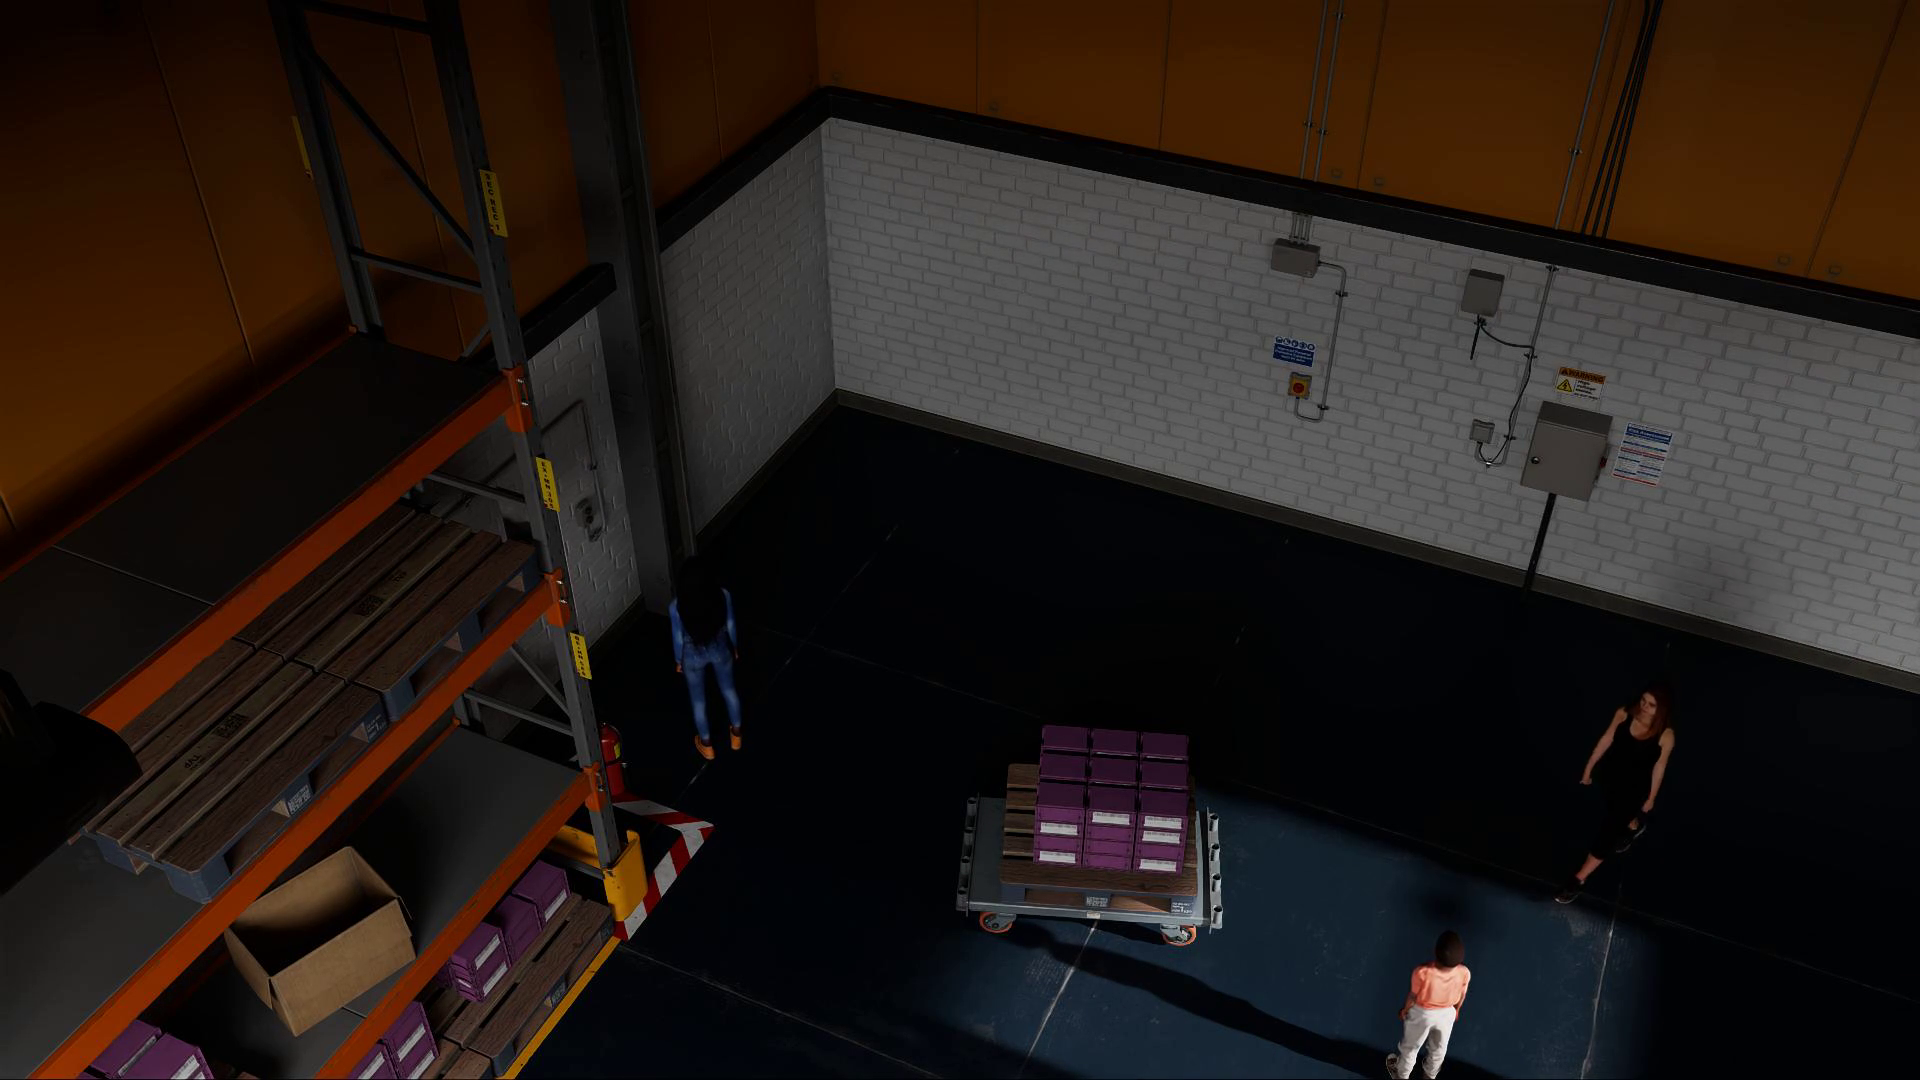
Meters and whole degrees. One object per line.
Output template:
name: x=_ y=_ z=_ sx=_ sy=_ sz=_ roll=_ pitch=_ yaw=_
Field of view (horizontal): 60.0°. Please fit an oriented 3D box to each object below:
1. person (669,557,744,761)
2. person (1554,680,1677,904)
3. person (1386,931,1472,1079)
person: x=-1.718 y=0.794 z=11.326 sx=0.665 sy=1.712 sz=0.733 roll=-14 pitch=41 yaw=-17
person: x=4.239 y=1.502 z=10.460 sx=1.213 sy=1.688 sz=0.980 roll=-23 pitch=44 yaw=-26
person: x=2.648 y=2.645 z=9.331 sx=0.548 sy=1.311 sz=0.571 roll=2 pitch=39 yaw=2
